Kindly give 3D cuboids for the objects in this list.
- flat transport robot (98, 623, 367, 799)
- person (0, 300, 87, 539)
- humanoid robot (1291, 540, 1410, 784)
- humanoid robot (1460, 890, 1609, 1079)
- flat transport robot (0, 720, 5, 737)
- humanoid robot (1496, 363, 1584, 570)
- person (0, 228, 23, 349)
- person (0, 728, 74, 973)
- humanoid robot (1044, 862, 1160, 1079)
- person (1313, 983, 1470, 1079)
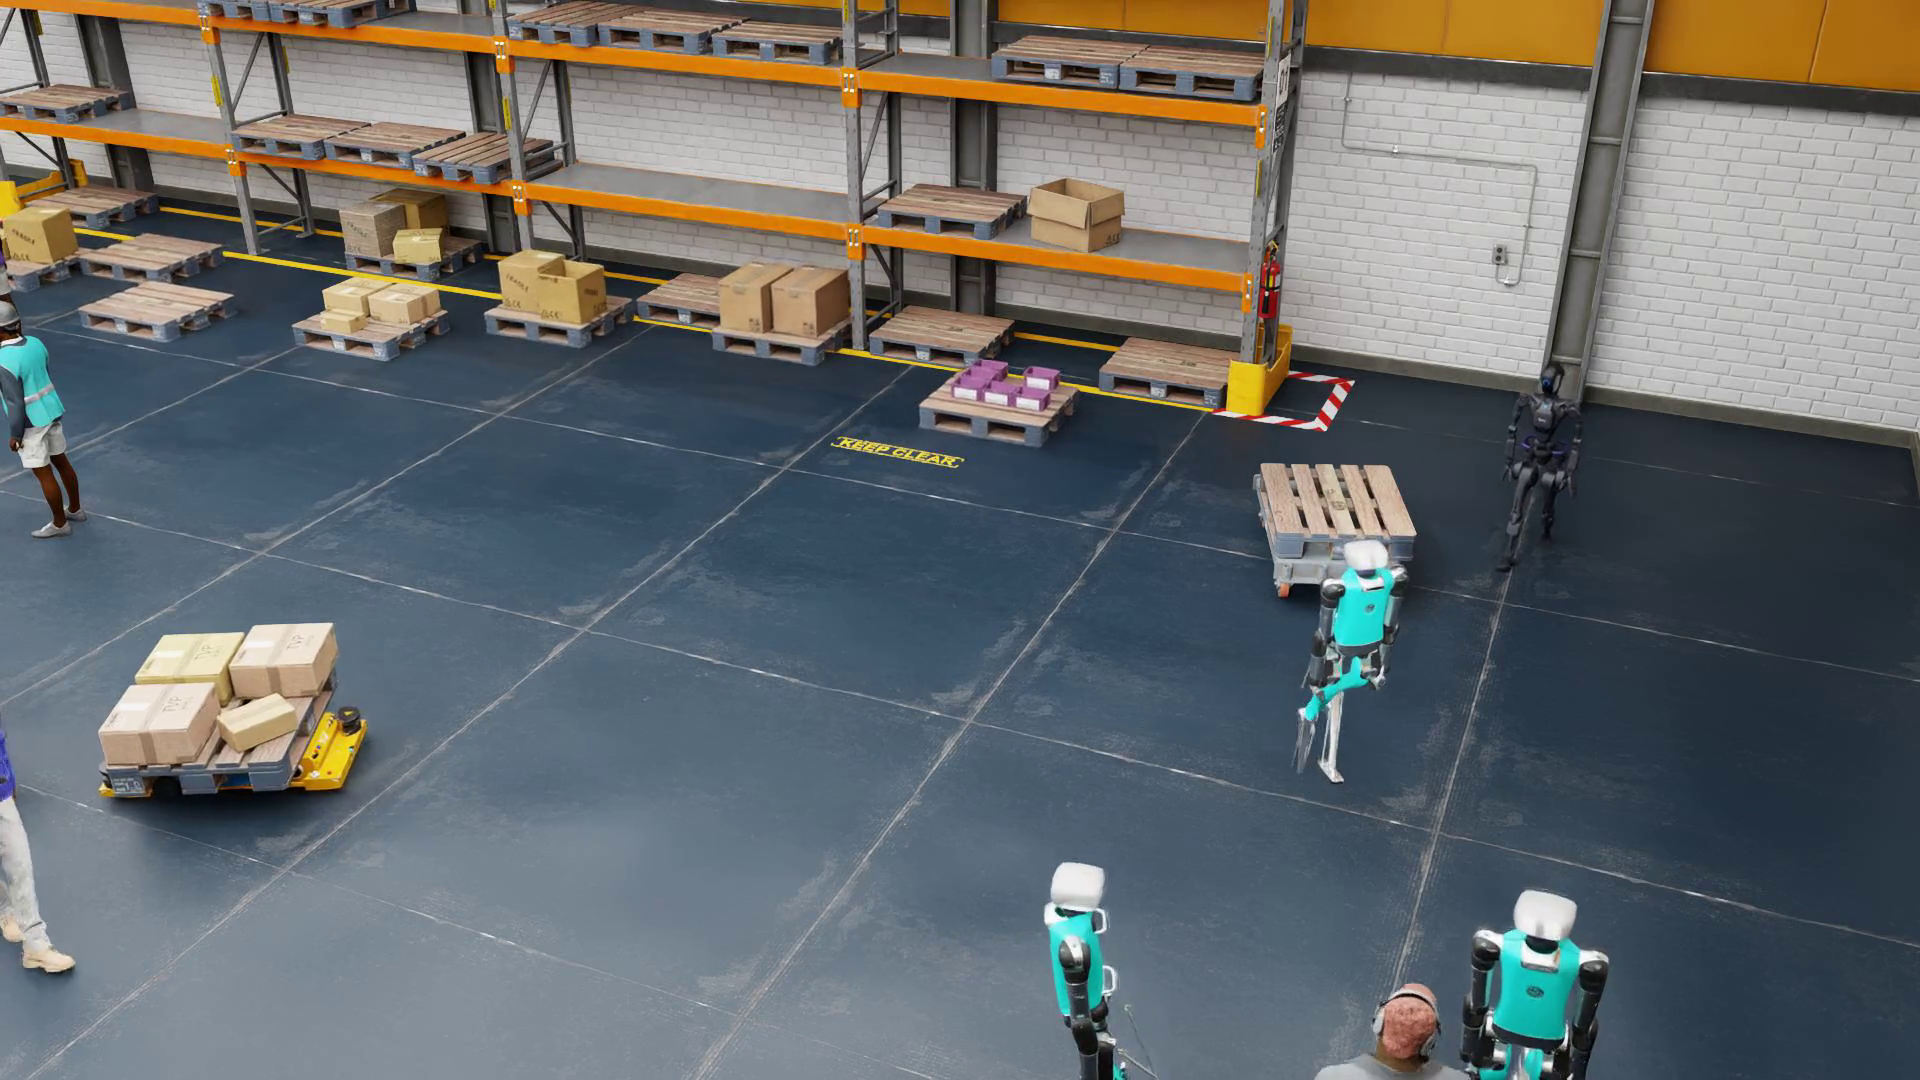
[{"bbox_3d":[-4.514,1.323,10.366,1.431,0.231,0.659,-2,27,-4],"label":"flat transport robot"},{"bbox_3d":[-7.189,-0.943,12.939,0.419,1.939,0.550,1,27,3],"label":"person"},{"bbox_3d":[2.249,0.758,9.986,0.545,1.888,0.751,-7,28,-13],"label":"humanoid robot"},{"bbox_3d":[2.424,2.173,7.189,0.545,1.858,0.701,9,29,18],"label":"humanoid robot"},{"bbox_3d":[-6.594,1.480,10.061,1.431,0.231,0.659,11,29,21],"label":"flat transport robot"},{"bbox_3d":[4.421,-0.577,12.588,0.592,1.634,0.814,17,32,29],"label":"humanoid robot"},{"bbox_3d":[-9.617,-2.705,16.327,0.368,1.966,0.602,7,28,13],"label":"person"},{"bbox_3d":[-4.984,1.373,8.564,0.761,1.821,0.482,13,30,24],"label":"person"},{"bbox_3d":[0.715,2.209,7.160,0.728,1.890,0.544,0,27,1],"label":"humanoid robot"},{"bbox_3d":[1.581,2.533,6.295,0.650,1.866,0.807,-2,27,-4],"label":"person"}]
